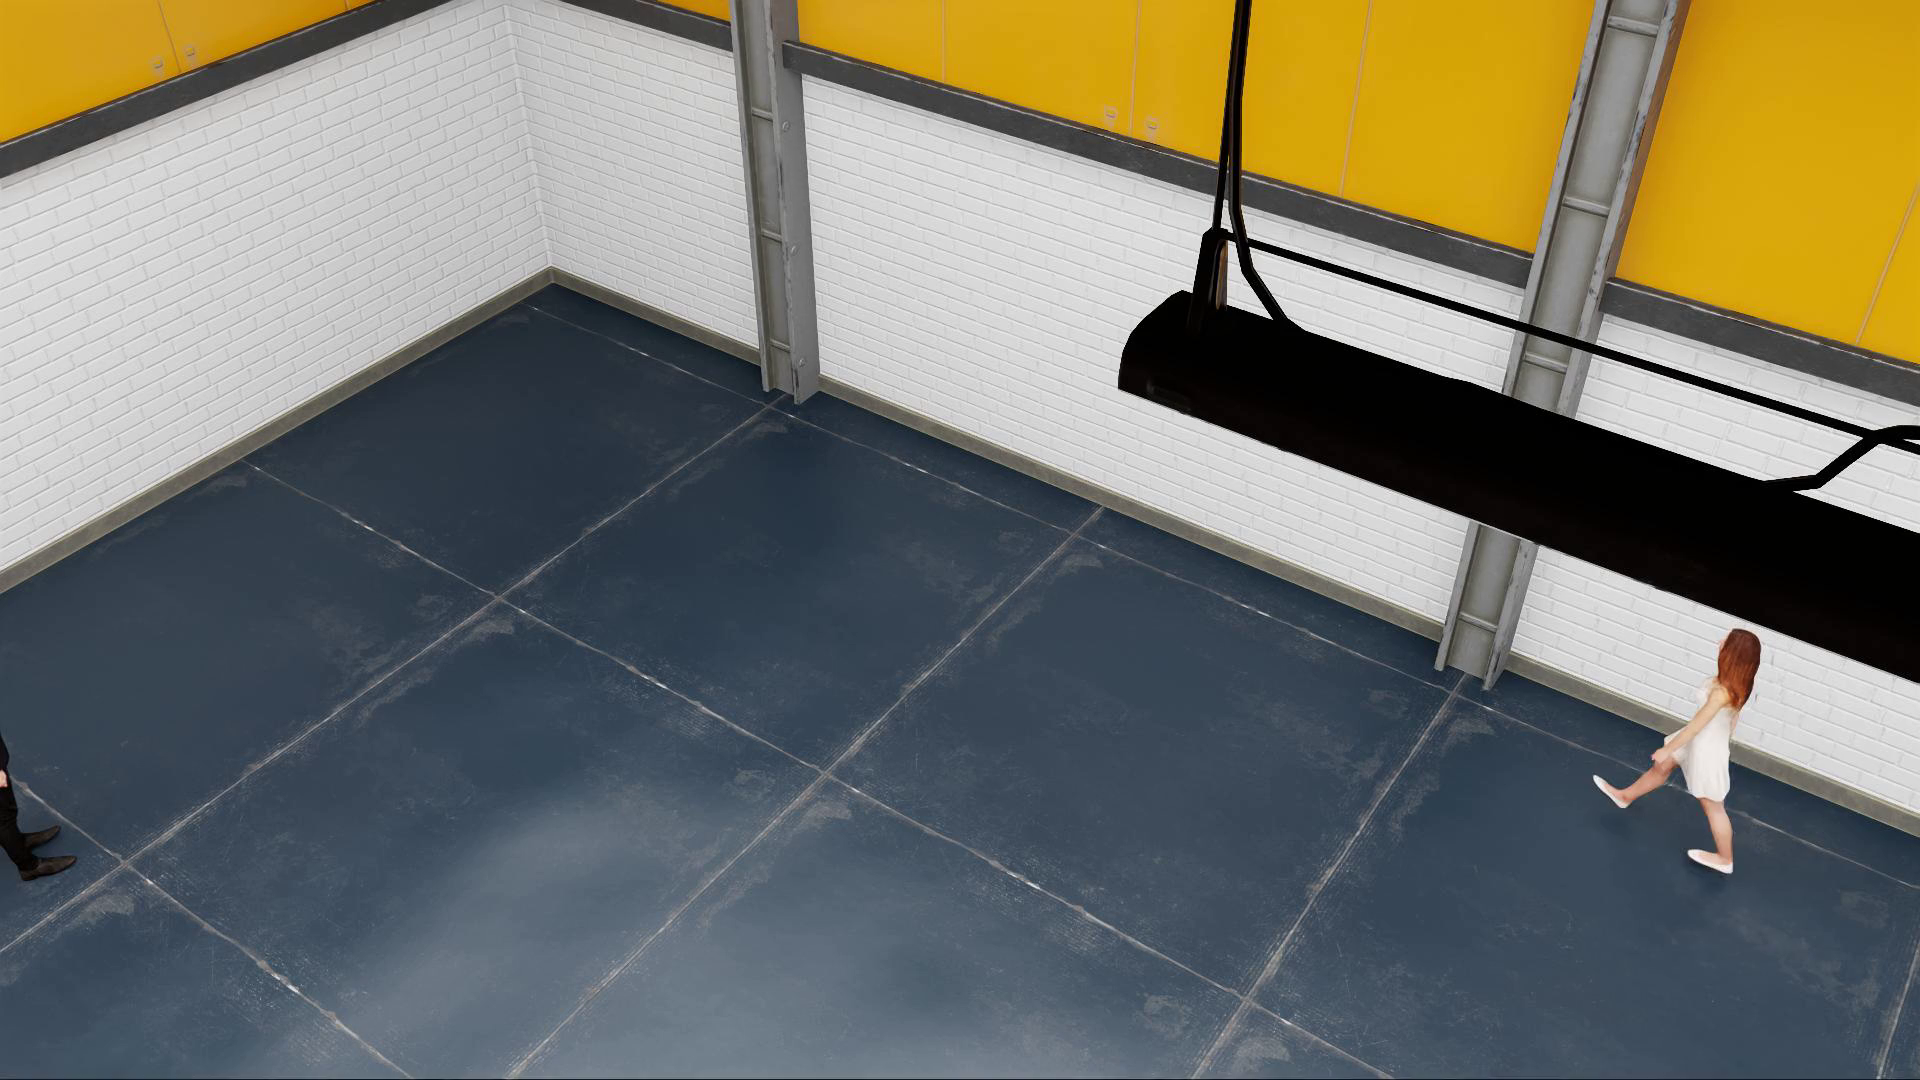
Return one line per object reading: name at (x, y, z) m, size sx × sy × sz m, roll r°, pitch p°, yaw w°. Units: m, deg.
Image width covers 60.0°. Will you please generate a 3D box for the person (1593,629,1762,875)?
person at (4.370, 1.258, 9.570) m, size 1.160 × 1.658 × 0.591 m, roll 27°, pitch 46°, yaw 29°
